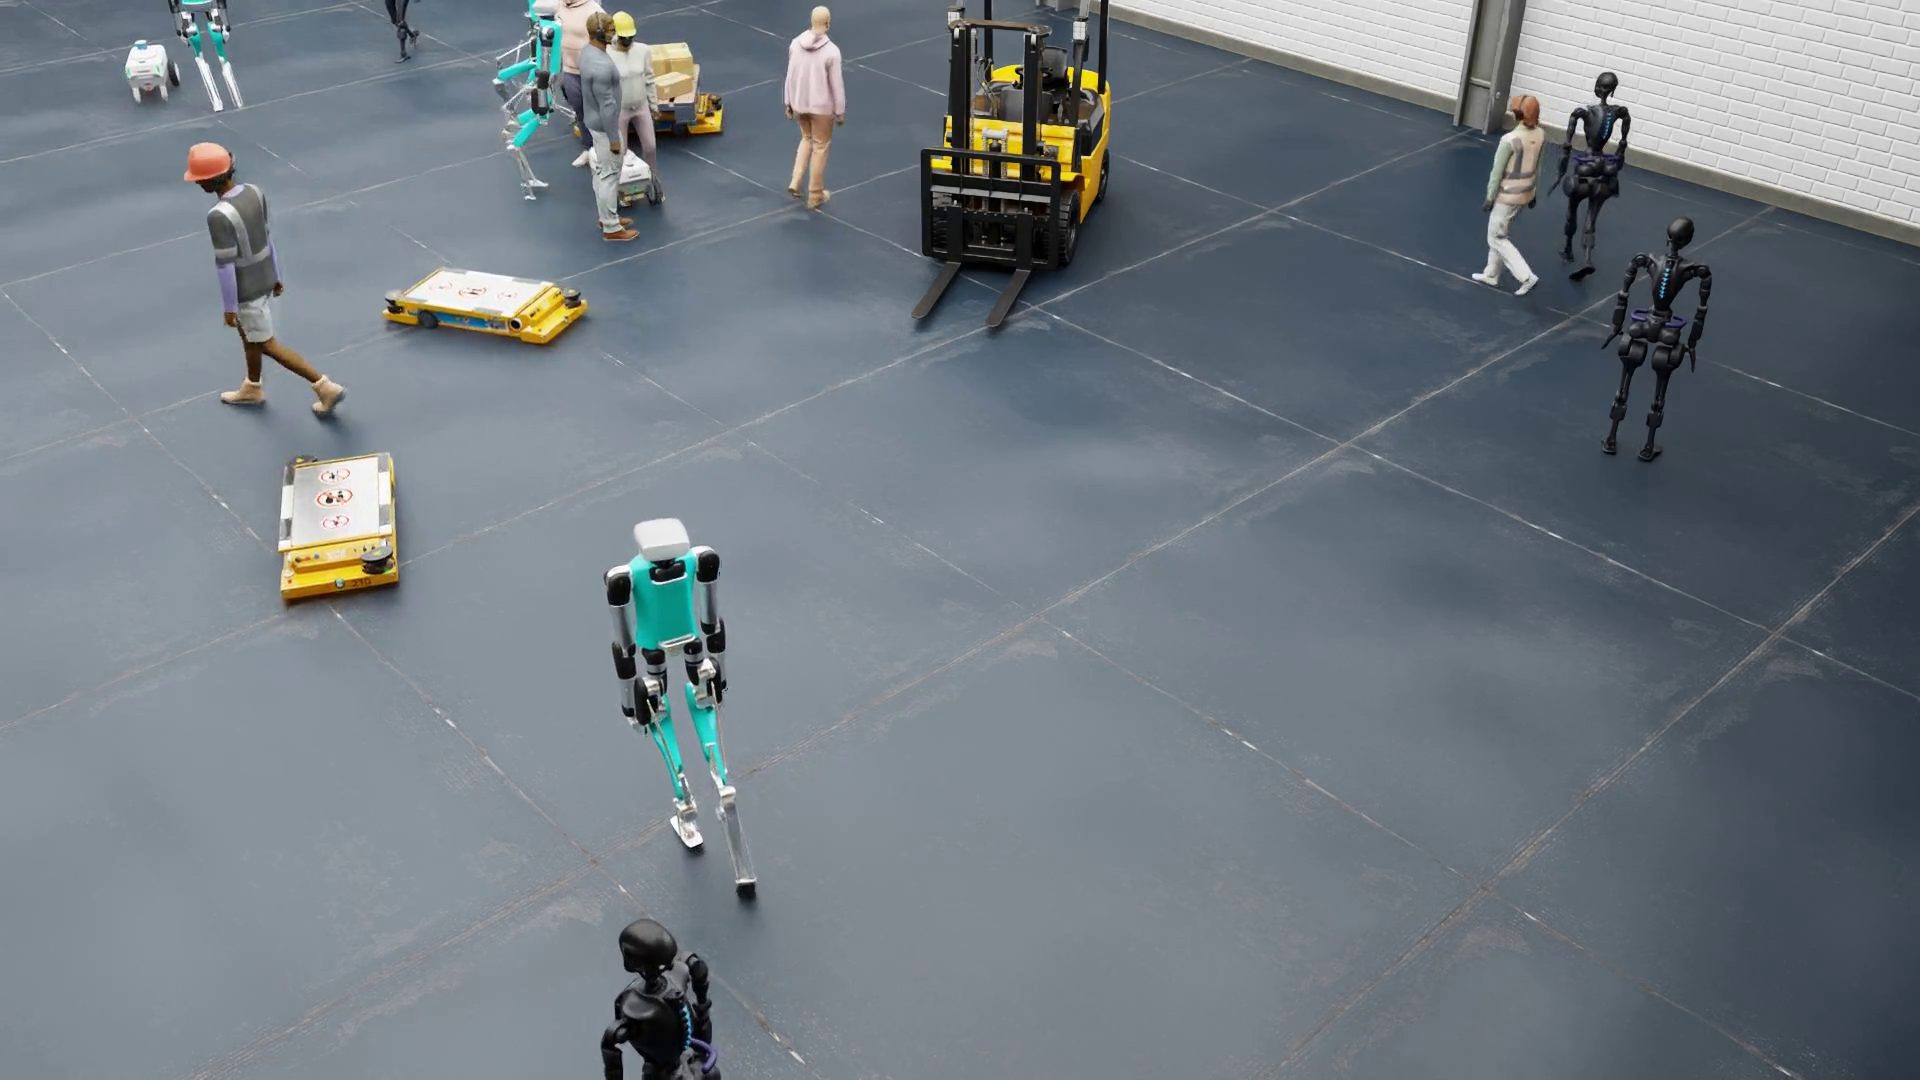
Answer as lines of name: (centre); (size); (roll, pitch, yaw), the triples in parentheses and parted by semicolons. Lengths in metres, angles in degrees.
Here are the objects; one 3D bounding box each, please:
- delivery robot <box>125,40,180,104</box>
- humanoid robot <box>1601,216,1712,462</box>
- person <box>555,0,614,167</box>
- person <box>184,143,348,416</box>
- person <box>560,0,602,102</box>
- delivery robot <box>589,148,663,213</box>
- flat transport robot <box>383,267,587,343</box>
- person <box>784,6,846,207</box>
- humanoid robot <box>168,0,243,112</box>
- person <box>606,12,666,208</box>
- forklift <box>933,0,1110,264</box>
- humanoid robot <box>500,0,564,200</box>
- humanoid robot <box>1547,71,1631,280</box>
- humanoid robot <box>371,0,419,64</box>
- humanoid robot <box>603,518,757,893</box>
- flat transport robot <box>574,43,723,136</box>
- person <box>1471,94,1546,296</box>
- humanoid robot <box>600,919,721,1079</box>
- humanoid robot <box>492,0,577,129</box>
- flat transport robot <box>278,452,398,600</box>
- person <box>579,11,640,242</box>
delivery robot: (-8.556, -4.961, 17.529); (0.499, 0.587, 0.788); (-10, 34, -15)
humanoid robot: (4.541, -1.327, 10.908); (0.599, 1.657, 0.315); (17, 37, 25)
person: (-3.479, -4.371, 15.439); (0.803, 1.857, 0.436); (14, 36, 21)
person: (-4.770, -1.740, 11.274); (0.948, 1.997, 0.610); (3, 33, 4)
person: (-3.815, -5.229, 16.752); (0.514, 1.856, 0.622); (-25, 41, -33)
delivery robot: (-3.046, -3.289, 14.978); (0.499, 0.608, 0.801); (-19, 38, -26)
flat transport robot: (-3.715, -1.838, 12.997); (1.431, 0.231, 0.659); (10, 34, 15)
person: (-1.276, -3.781, 14.612); (0.551, 1.760, 0.454); (16, 36, 23)
humanoid robot: (-7.674, -5.193, 16.874); (0.547, 1.873, 0.668); (-14, 36, -21)
person: (-2.896, -3.778, 14.634); (0.528, 1.747, 0.413); (-21, 39, -29)
forklift: (0.570, -3.725, 14.138); (1.214, 2.155, 2.313); (9, 34, 13)
humanoid robot: (-3.867, -3.910, 14.864); (0.818, 1.797, 0.546); (-2, 33, -3)
humanoid robot: (5.121, -2.941, 13.451); (0.590, 1.616, 0.724); (-5, 33, -8)
humanoid robot: (-6.239, -6.191, 18.421); (0.601, 1.639, 0.702); (8, 34, 12)
humanoid robot: (-1.193, 0.853, 7.578); (0.552, 1.858, 0.855); (-17, 37, -25)
flat transport robot: (-3.124, -4.277, 16.746); (1.431, 0.231, 0.659); (-2, 33, -4)
person: (4.386, -2.668, 13.032); (0.516, 1.612, 0.615); (-24, 40, -32)
humanoid robot: (-1.034, 1.992, 5.879); (0.790, 1.636, 0.606); (17, 37, 24)
humanoid robot: (-4.216, -4.774, 16.171); (1.048, 1.727, 0.563); (-9, 34, -13)
flat transport robot: (-3.871, -0.134, 10.378); (0.659, 0.231, 1.431); (-9, 34, -14)
person: (-2.971, -3.470, 13.989); (0.366, 1.931, 0.628); (-11, 35, -16)
